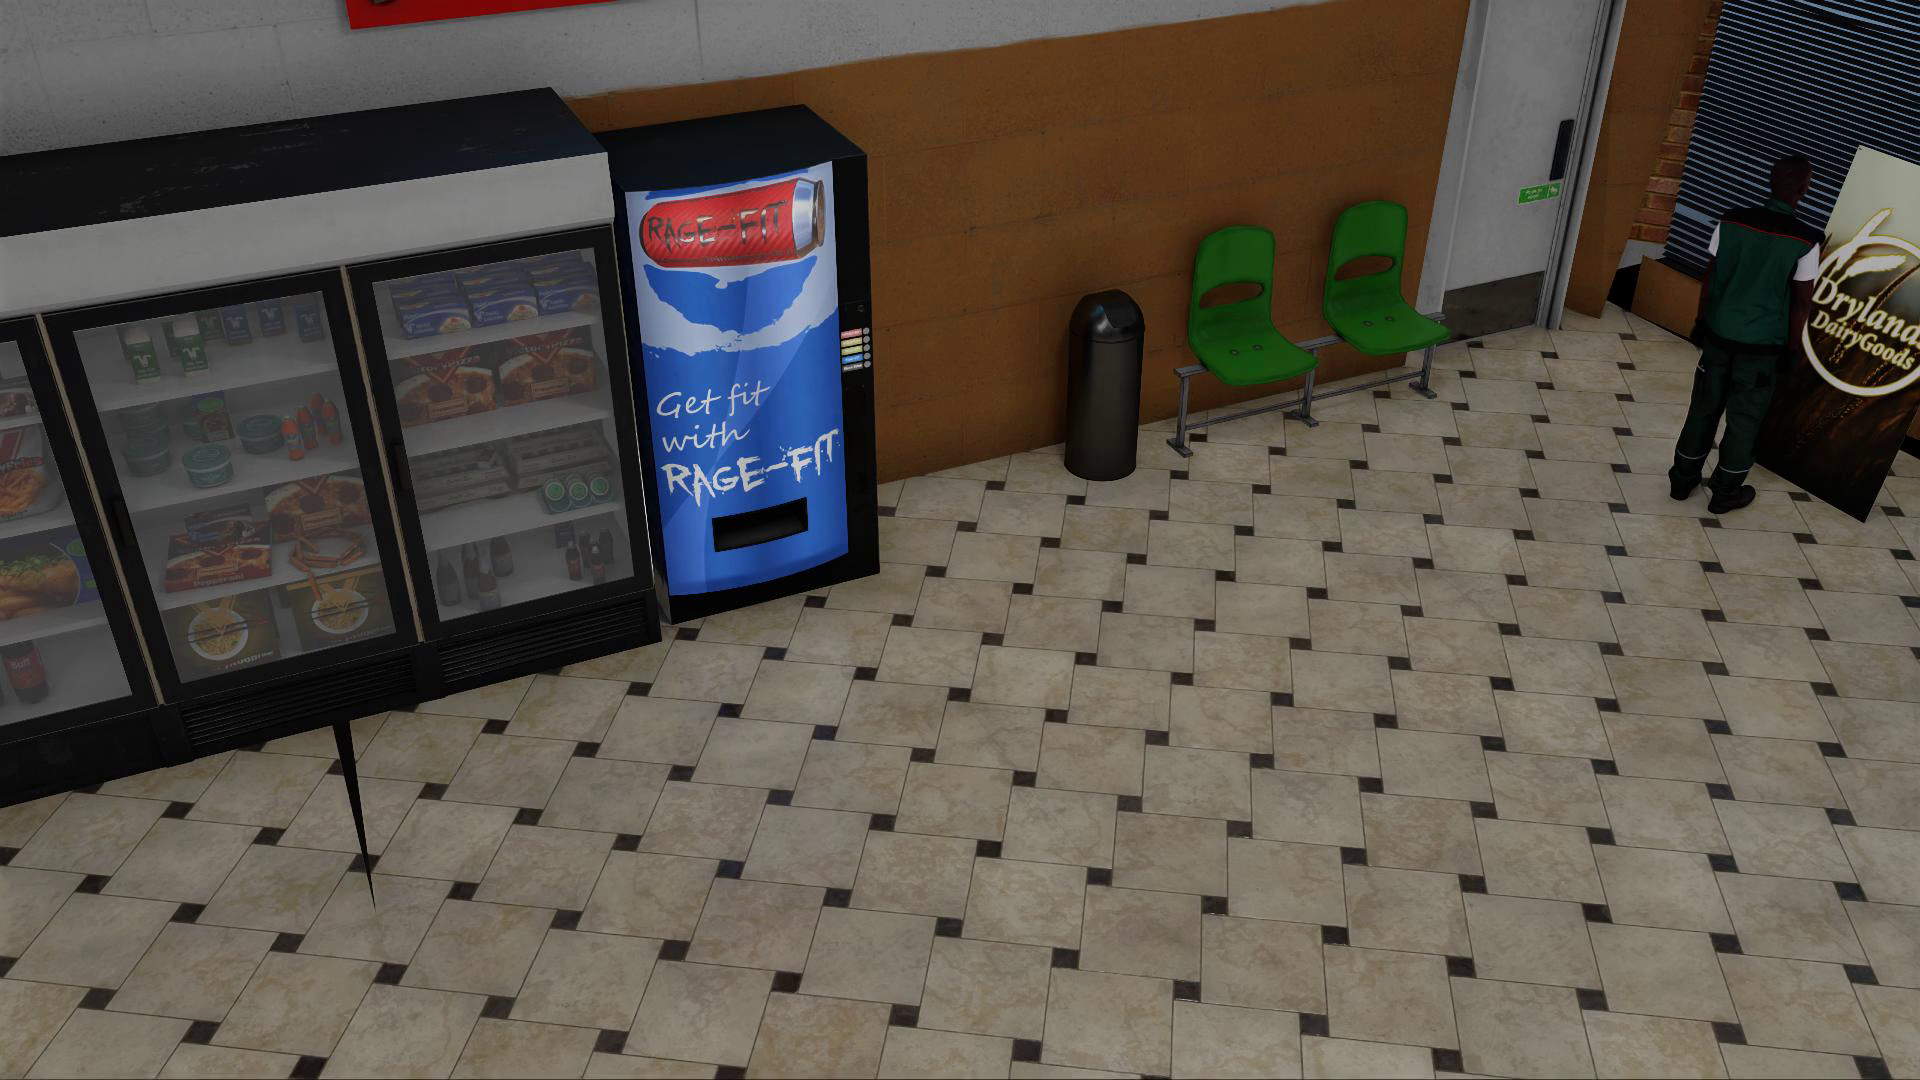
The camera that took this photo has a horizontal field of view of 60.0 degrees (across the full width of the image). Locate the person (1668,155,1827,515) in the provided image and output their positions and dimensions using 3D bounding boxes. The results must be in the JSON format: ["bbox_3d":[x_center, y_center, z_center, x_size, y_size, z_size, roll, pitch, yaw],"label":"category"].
[{"bbox_3d":[3.858,-0.996,8.167,0.817,1.840,0.654,-26,40,-35],"label":"person"}]
